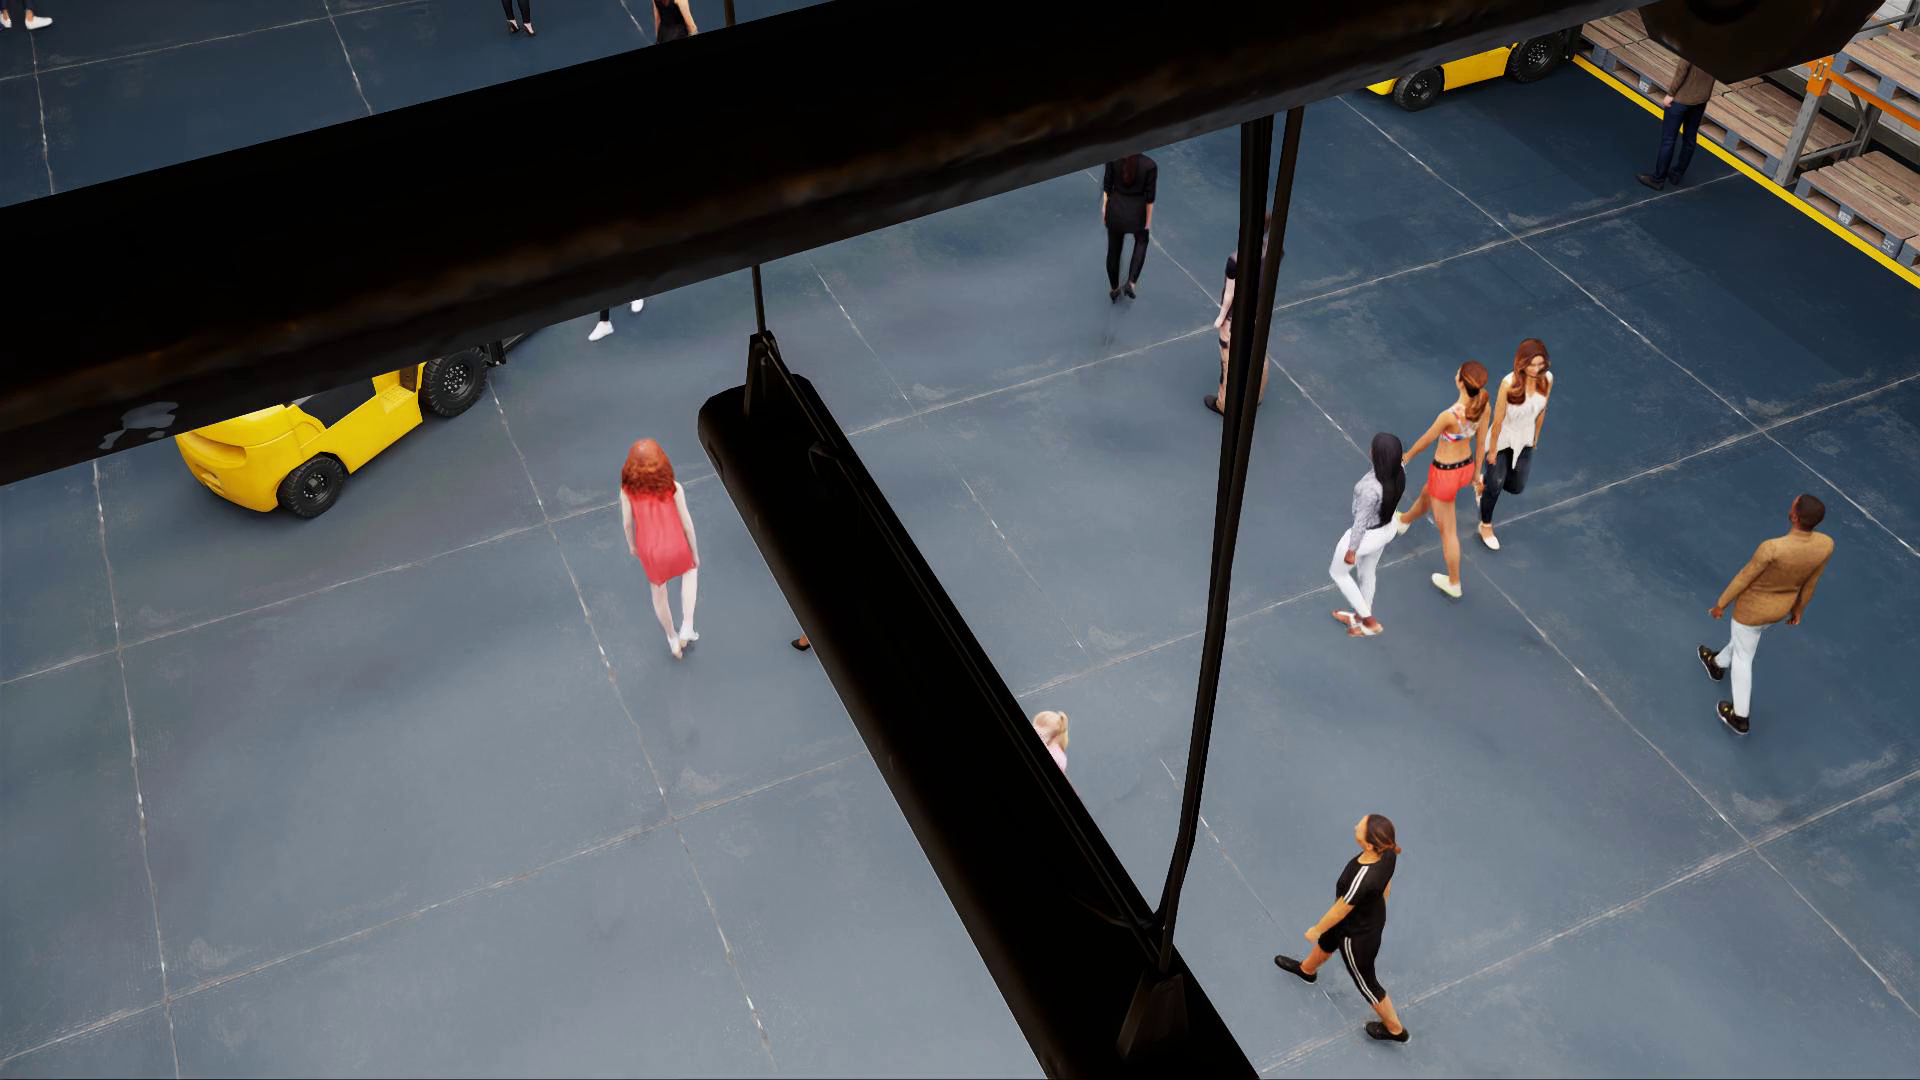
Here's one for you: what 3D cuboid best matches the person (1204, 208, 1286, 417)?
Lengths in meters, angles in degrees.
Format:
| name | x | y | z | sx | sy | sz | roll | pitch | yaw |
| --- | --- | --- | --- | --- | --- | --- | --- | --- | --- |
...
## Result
| name | x | y | z | sx | sy | sz | roll | pitch | yaw |
| --- | --- | --- | --- | --- | --- | --- | --- | --- | --- |
| person | 2.204 | -1.747 | 12.707 | 0.700 | 1.841 | 0.611 | -22 | 48 | -22 |

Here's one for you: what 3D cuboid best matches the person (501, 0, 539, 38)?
| name | x | y | z | sx | sy | sz | roll | pitch | yaw |
| --- | --- | --- | --- | --- | --- | --- | --- | --- | --- |
| person | -4.721 | -6.107 | 17.378 | 0.613 | 1.711 | 0.701 | 19 | 47 | 19 |

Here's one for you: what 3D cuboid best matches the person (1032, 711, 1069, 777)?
| name | x | y | z | sx | sy | sz | roll | pitch | yaw |
| --- | --- | --- | --- | --- | --- | --- | --- | --- | --- |
| person | 0.513 | 1.425 | 9.803 | 0.878 | 1.254 | 0.749 | 34 | 53 | 31 |

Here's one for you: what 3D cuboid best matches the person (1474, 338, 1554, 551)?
| name | x | y | z | sx | sy | sz | roll | pitch | yaw |
| --- | --- | --- | --- | --- | --- | --- | --- | --- | --- |
| person | 3.809 | -0.738 | 11.699 | 0.663 | 1.771 | 0.812 | -13 | 45 | -13 |

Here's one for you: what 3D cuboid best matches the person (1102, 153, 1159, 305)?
| name | x | y | z | sx | sy | sz | roll | pitch | yaw |
| --- | --- | --- | --- | --- | --- | --- | --- | --- | --- |
| person | 1.356 | -2.642 | 13.785 | 0.718 | 1.649 | 0.767 | 11 | 45 | 11 |

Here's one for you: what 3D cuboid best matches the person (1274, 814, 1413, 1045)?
| name | x | y | z | sx | sy | sz | roll | pitch | yaw |
| --- | --- | --- | --- | --- | --- | --- | --- | --- | --- |
| person | 2.194 | 2.090 | 8.828 | 1.155 | 1.636 | 0.975 | 23 | 48 | 22 |

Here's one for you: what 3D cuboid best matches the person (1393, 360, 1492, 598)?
| name | x | y | z | sx | sy | sz | roll | pitch | yaw |
| --- | --- | --- | --- | --- | --- | --- | --- | --- | --- |
| person | 3.381 | -0.368 | 11.336 | 0.638 | 1.737 | 1.182 | -22 | 48 | -22 |

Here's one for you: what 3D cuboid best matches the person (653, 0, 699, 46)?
| name | x | y | z | sx | sy | sz | roll | pitch | yaw |
| --- | --- | --- | --- | --- | --- | --- | --- | --- | --- |
| person | -2.785 | -4.700 | 15.950 | 1.143 | 1.645 | 0.989 | 30 | 51 | 27 |

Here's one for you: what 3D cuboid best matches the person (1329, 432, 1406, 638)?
| name | x | y | z | sx | sy | sz | roll | pitch | yaw |
| --- | --- | --- | --- | --- | --- | --- | --- | --- | --- |
| person | 2.755 | 0.024 | 10.941 | 0.733 | 1.714 | 0.785 | -34 | 53 | -30 |

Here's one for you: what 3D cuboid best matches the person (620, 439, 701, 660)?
| name | x | y | z | sx | sy | sz | roll | pitch | yaw |
| --- | --- | --- | --- | --- | --- | --- | --- | --- | --- |
| person | -1.923 | 0.137 | 10.747 | 0.708 | 1.816 | 0.713 | 0 | 44 | 0 |

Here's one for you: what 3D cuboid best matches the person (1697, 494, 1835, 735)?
| name | x | y | z | sx | sy | sz | roll | pitch | yaw |
| --- | --- | --- | --- | --- | --- | --- | --- | --- | --- |
| person | 5.054 | 0.482 | 10.404 | 0.850 | 1.790 | 1.094 | -5 | 44 | -6 |

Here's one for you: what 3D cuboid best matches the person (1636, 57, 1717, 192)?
| name | x | y | z | sx | sy | sz | roll | pitch | yaw |
| --- | --- | --- | --- | --- | --- | --- | --- | --- | --- |
| person | 6.640 | -4.062 | 15.103 | 0.655 | 1.888 | 0.579 | -15 | 46 | -15 |
